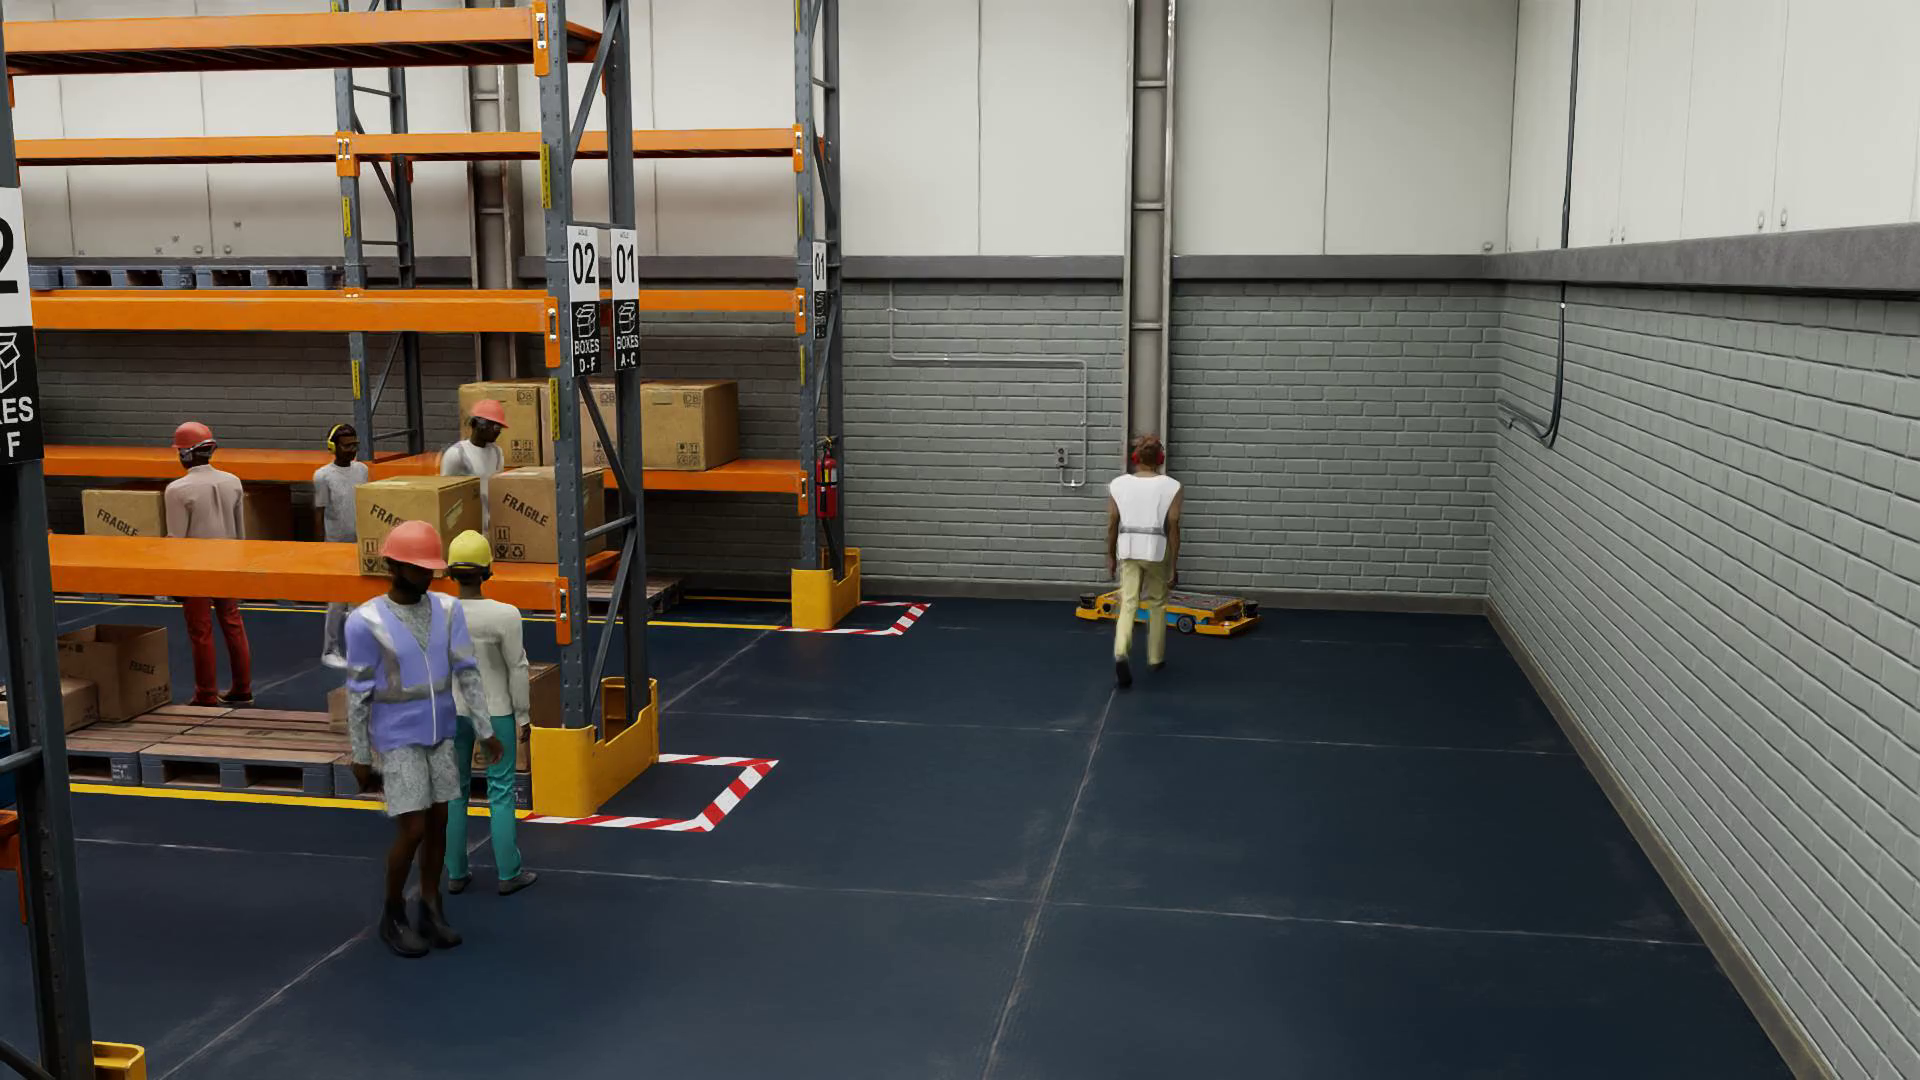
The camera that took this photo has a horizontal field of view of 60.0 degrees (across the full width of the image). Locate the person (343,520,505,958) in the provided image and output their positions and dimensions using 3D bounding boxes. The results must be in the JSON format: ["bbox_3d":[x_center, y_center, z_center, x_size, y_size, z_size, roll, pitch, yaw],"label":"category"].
[{"bbox_3d":[-2.331,0.867,7.268,0.501,1.918,0.557,7,12,37],"label":"person"}]

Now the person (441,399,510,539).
[{"bbox_3d":[-3.848,-0.112,13.106,0.656,1.993,0.623,3,10,18],"label":"person"}]

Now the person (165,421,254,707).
[{"bbox_3d":[-5.116,0.187,11.293,0.401,1.986,0.612,4,10,24],"label":"person"}]

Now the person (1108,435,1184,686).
[{"bbox_3d":[1.334,0.139,12.169,0.573,1.809,0.910,3,10,21],"label":"person"}]

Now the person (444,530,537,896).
[{"bbox_3d":[-2.308,0.831,7.968,0.525,1.772,0.306,1,9,6],"label":"person"}]

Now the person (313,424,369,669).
[{"bbox_3d":[-4.647,0.038,12.623,0.324,1.860,0.520,4,10,24],"label":"person"}]

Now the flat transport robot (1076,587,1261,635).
[{"bbox_3d":[1.766,0.583,14.140,1.431,0.197,0.652,6,11,33],"label":"flat transport robot"}]
